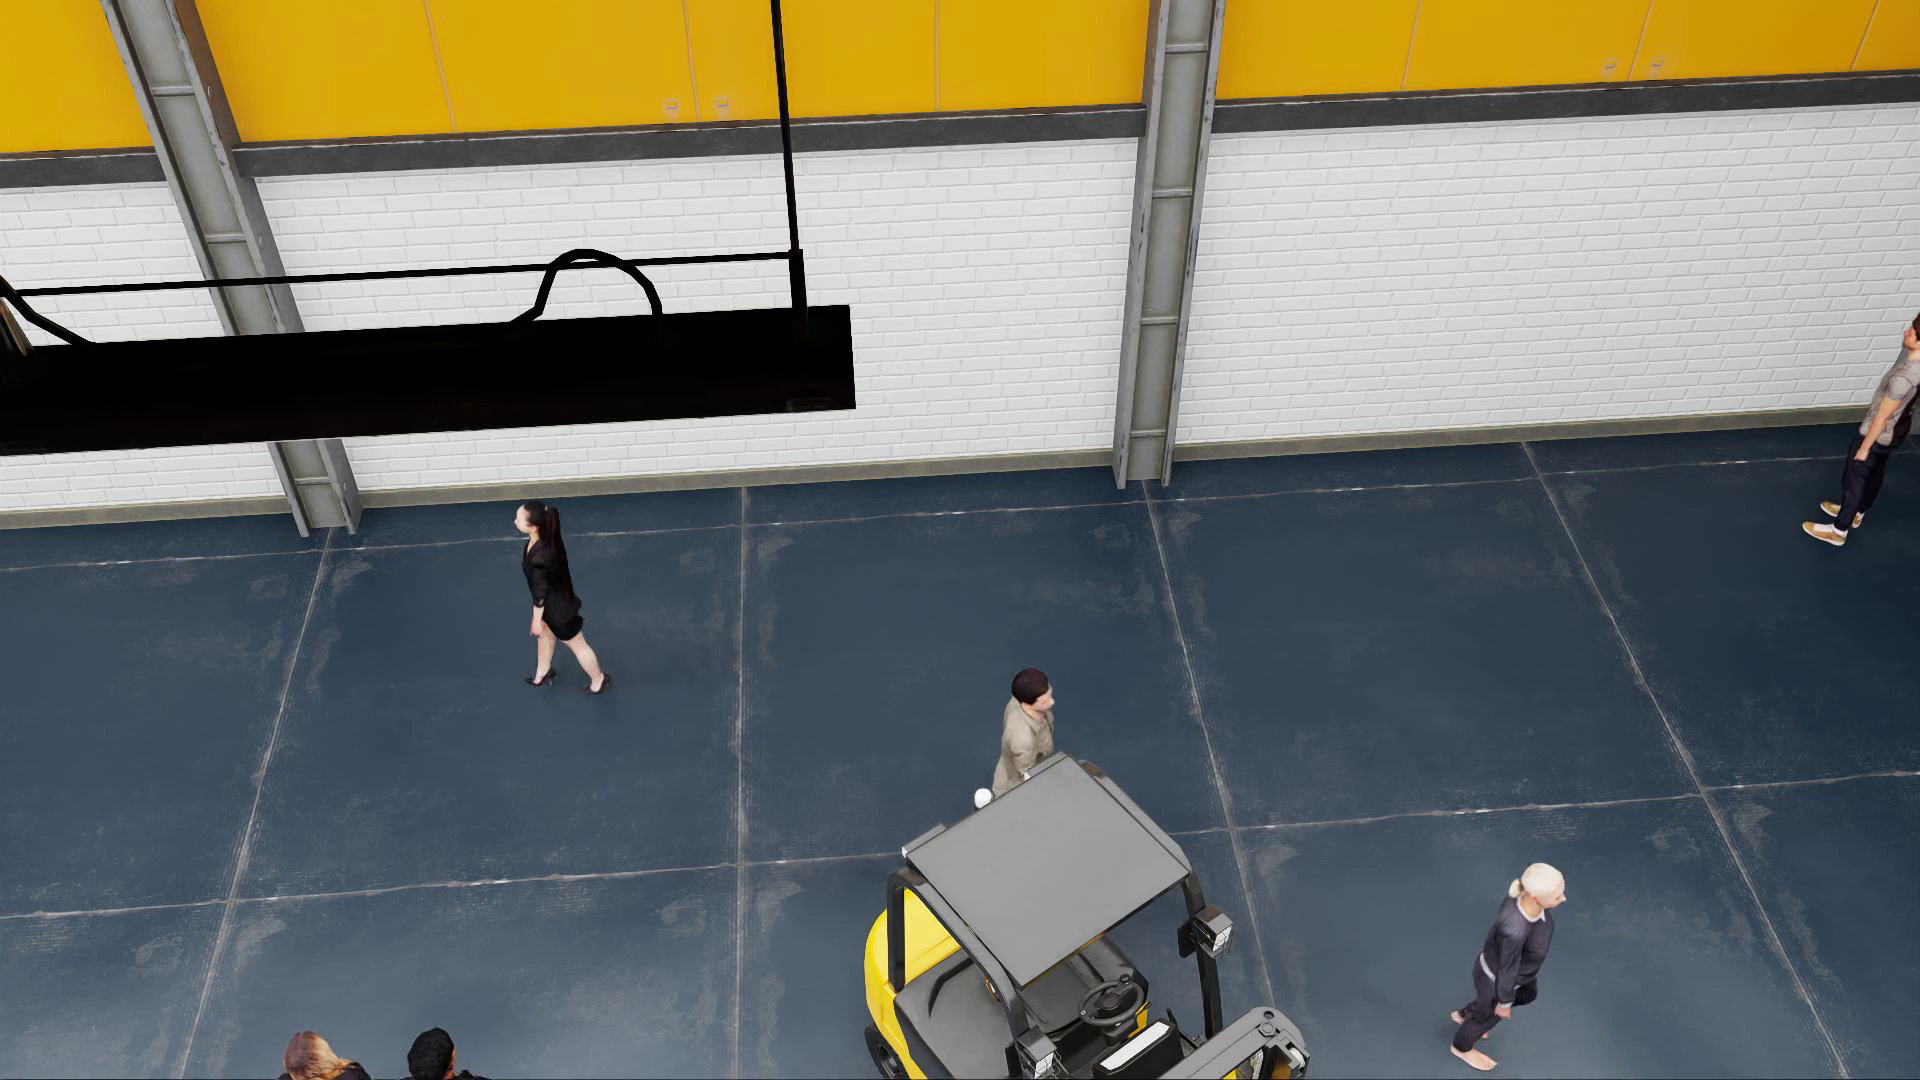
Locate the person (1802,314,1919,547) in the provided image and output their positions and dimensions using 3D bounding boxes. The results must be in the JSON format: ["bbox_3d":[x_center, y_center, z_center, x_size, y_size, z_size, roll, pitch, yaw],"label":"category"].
[{"bbox_3d":[6.385,-0.760,11.491,0.692,1.892,0.785,-31,51,-28],"label":"person"}]

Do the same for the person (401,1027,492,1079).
[{"bbox_3d":[-2.320,2.909,7.726,1.105,1.772,0.802,0,44,0],"label":"person"}]

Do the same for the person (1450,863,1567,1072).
[{"bbox_3d":[2.738,2.154,8.560,0.769,1.715,0.743,19,47,19],"label":"person"}]

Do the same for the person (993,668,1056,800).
[{"bbox_3d":[0.253,1.366,9.313,1.241,1.818,0.888,4,44,4],"label":"person"}]

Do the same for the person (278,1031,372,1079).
[{"bbox_3d":[-2.882,2.873,7.848,0.862,1.656,0.701,0,44,0],"label":"person"}]

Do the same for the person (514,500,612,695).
[{"bbox_3d":[-2.445,0.394,10.434,0.793,1.678,0.617,-5,44,-5],"label":"person"}]
